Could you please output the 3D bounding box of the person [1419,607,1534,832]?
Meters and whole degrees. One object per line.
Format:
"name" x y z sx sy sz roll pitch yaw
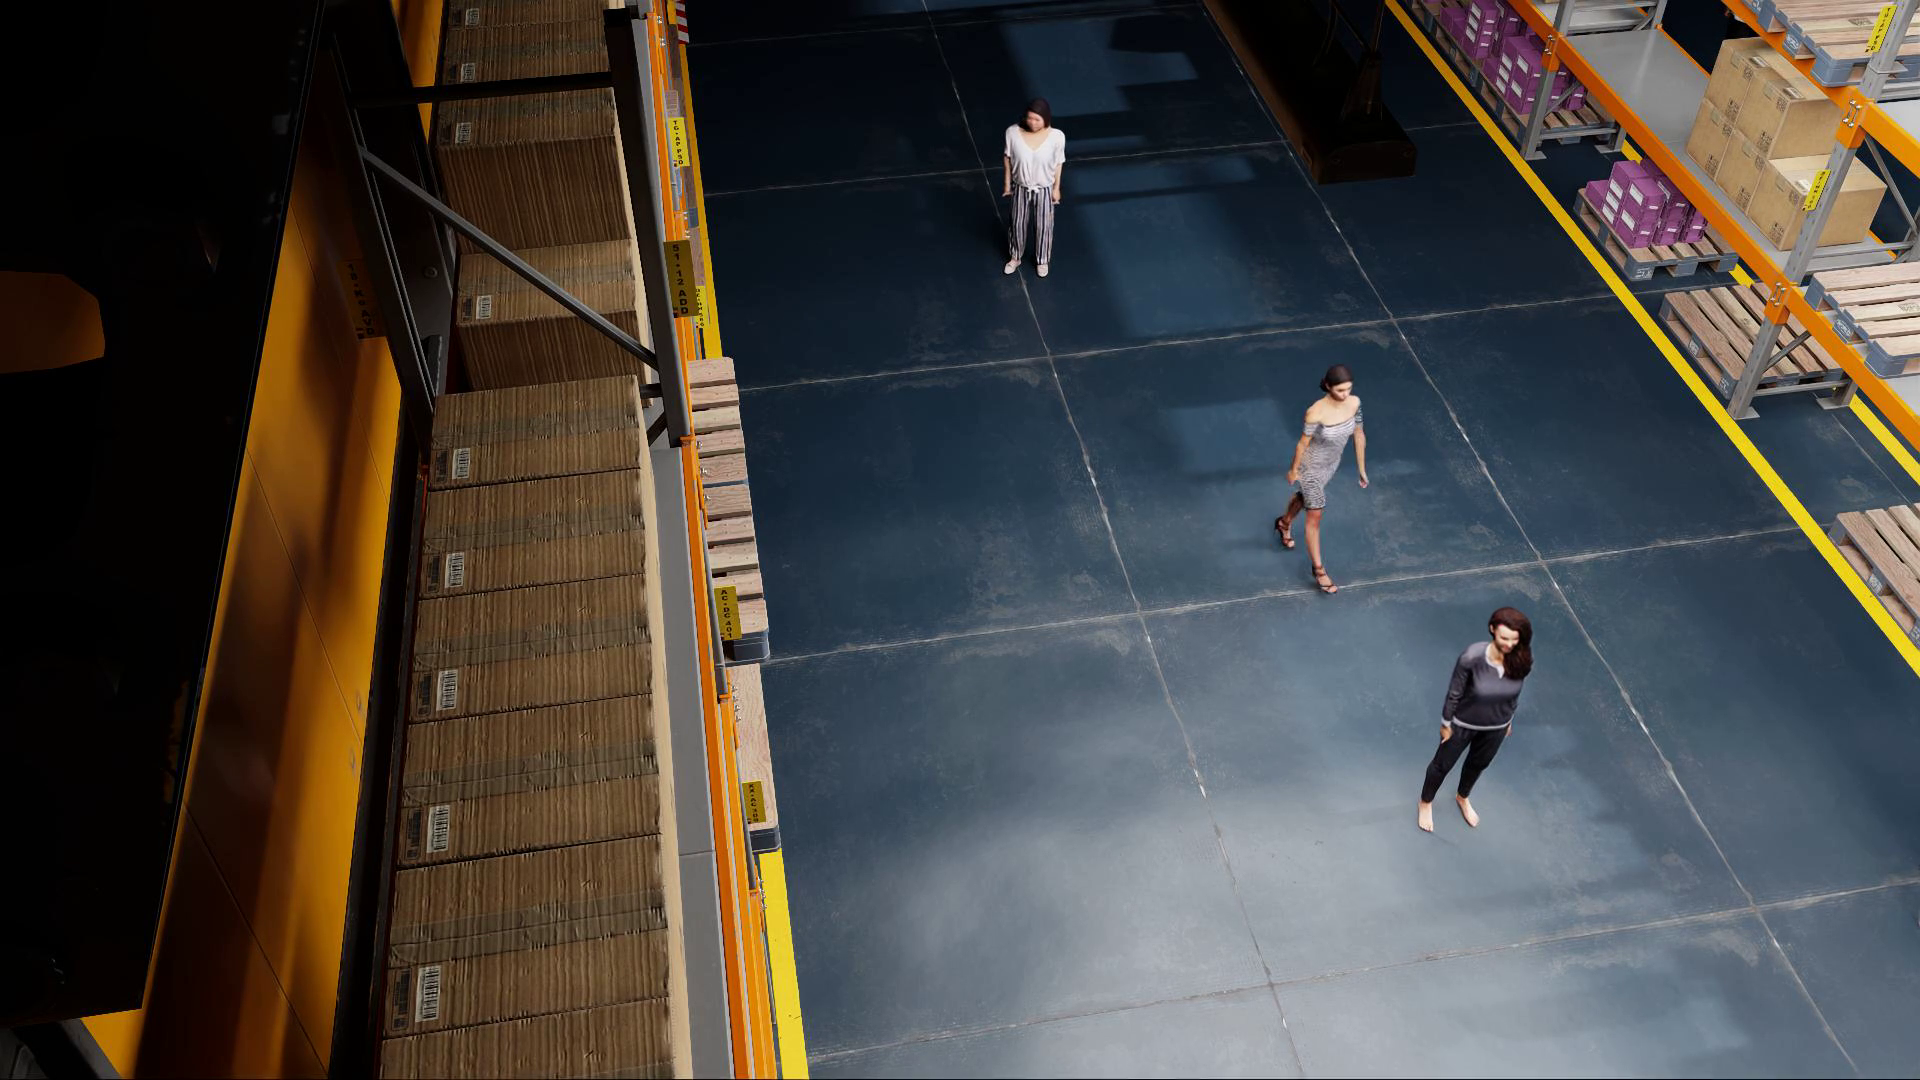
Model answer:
"person" 3.053 1.050 9.831 0.612 1.768 0.523 -5 44 -6

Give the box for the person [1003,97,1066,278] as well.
"person" 0.622 -3.023 14.169 0.767 1.684 0.755 9 44 9

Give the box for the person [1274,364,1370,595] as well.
"person" 2.422 -0.557 11.503 0.847 1.789 1.083 -24 49 -23
